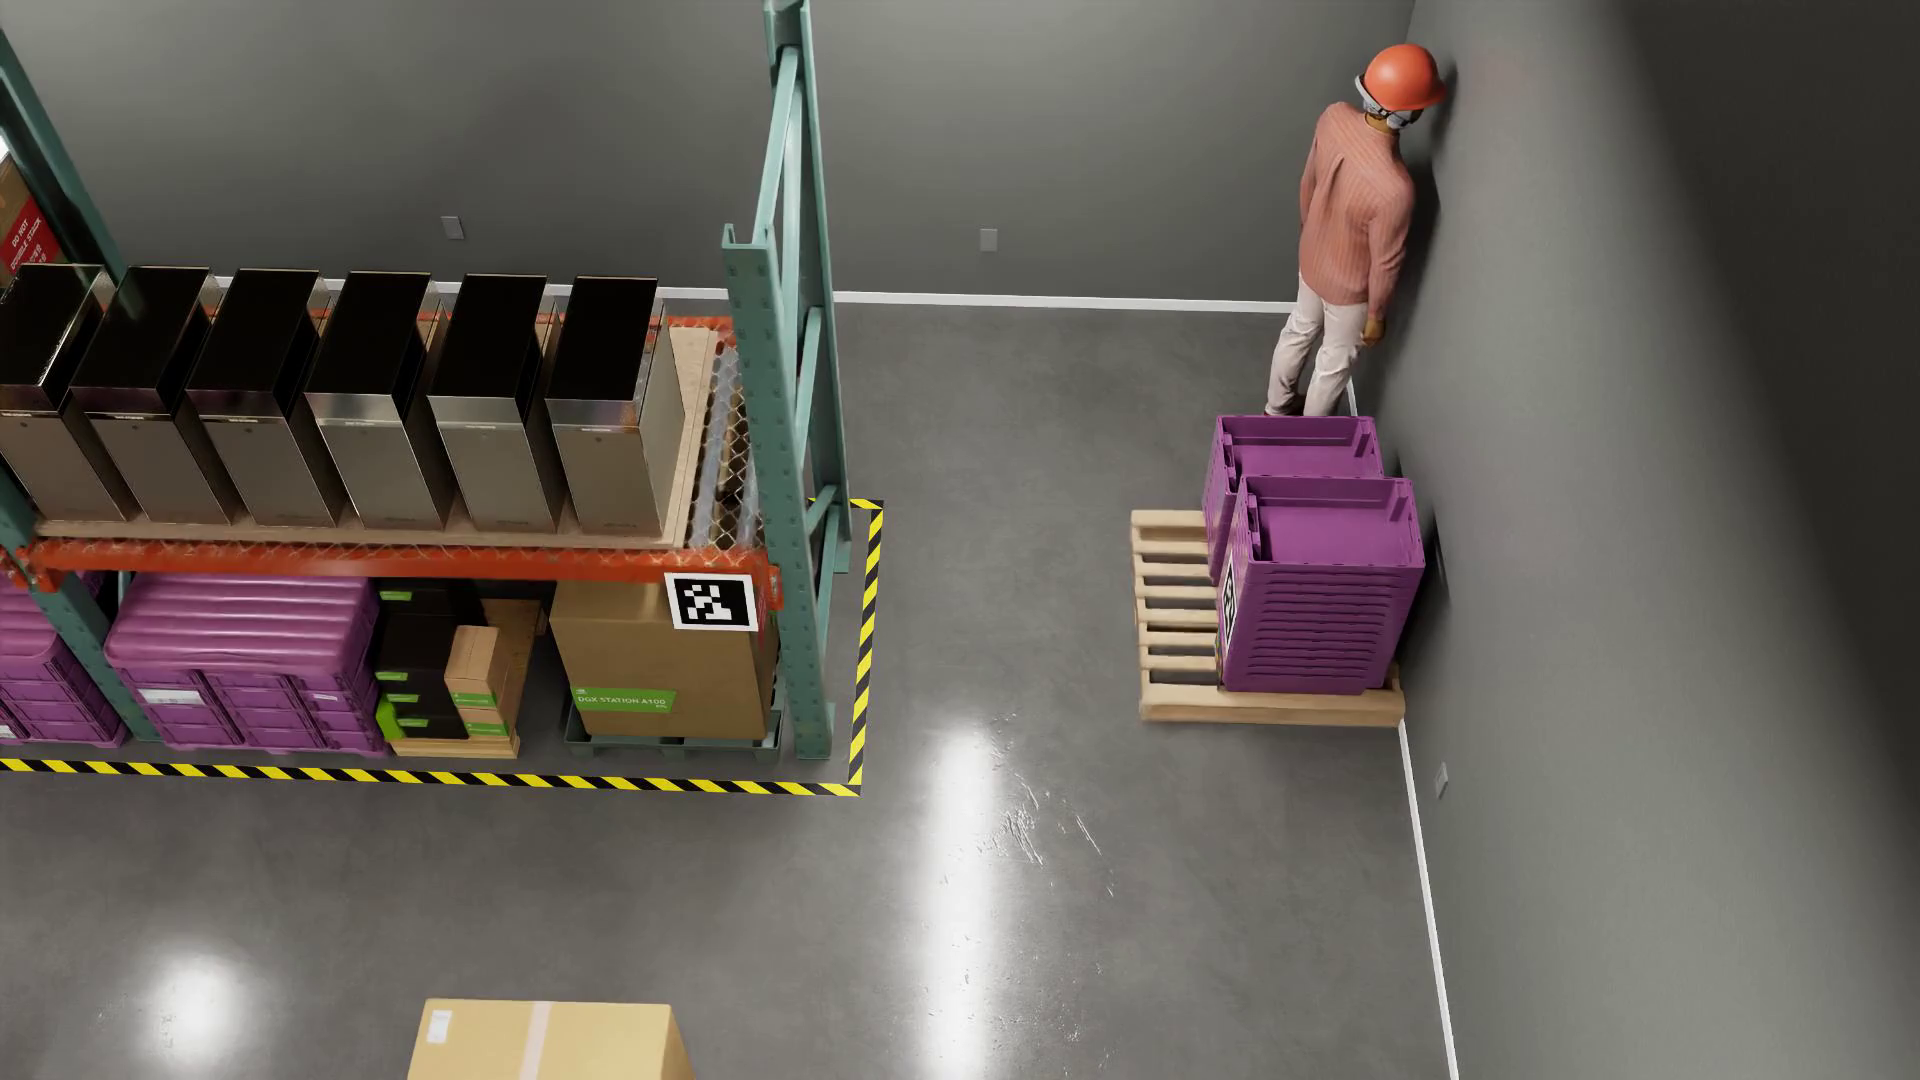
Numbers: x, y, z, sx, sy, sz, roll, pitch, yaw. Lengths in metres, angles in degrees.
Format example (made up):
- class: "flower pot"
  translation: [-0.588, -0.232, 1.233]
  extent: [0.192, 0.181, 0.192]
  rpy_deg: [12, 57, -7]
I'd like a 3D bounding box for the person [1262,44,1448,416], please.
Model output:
- class: "person"
  translation: [1.522, -1.068, 6.498]
  extent: [0.395, 1.993, 0.614]
  rpy_deg: [-16, 54, -12]
